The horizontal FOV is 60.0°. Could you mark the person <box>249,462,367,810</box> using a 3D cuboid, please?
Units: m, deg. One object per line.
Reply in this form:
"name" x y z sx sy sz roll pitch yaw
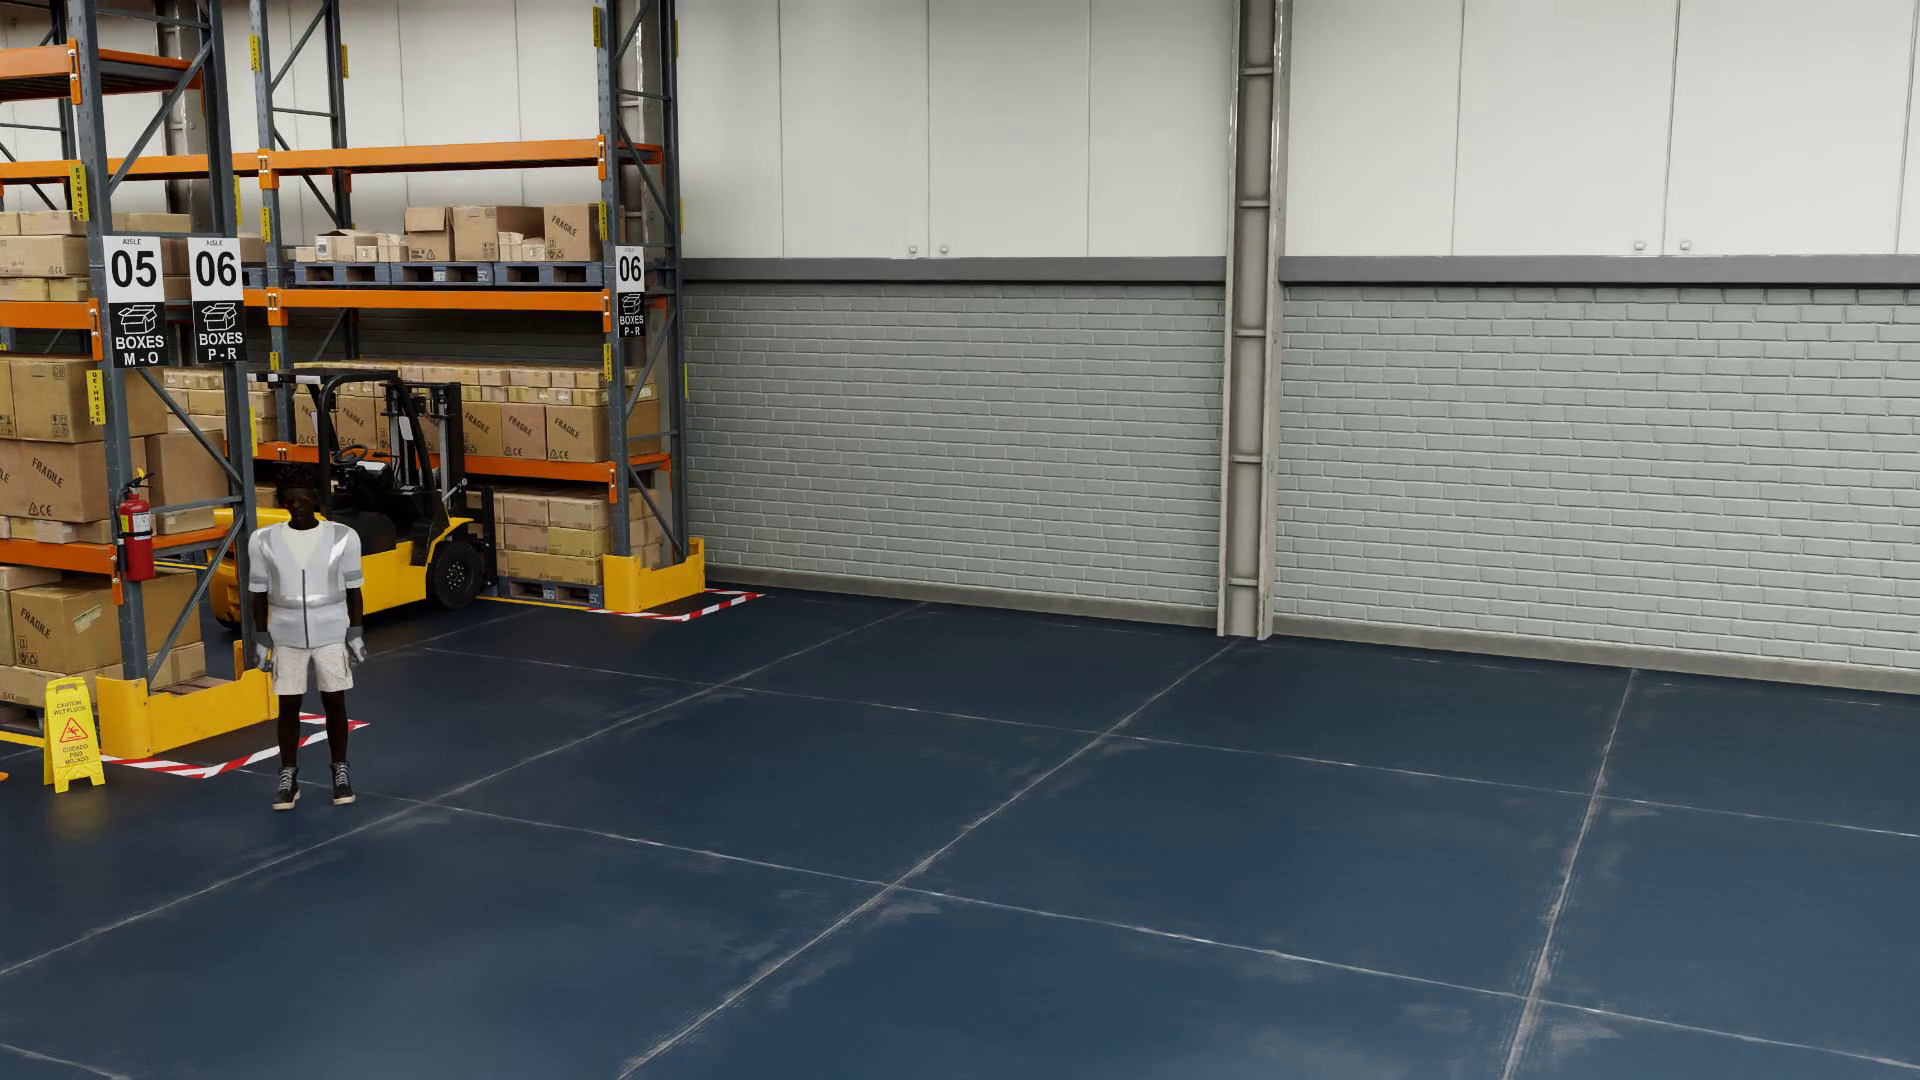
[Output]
"person" -3.666 0.534 9.378 0.608 1.966 0.371 -3 10 -17
